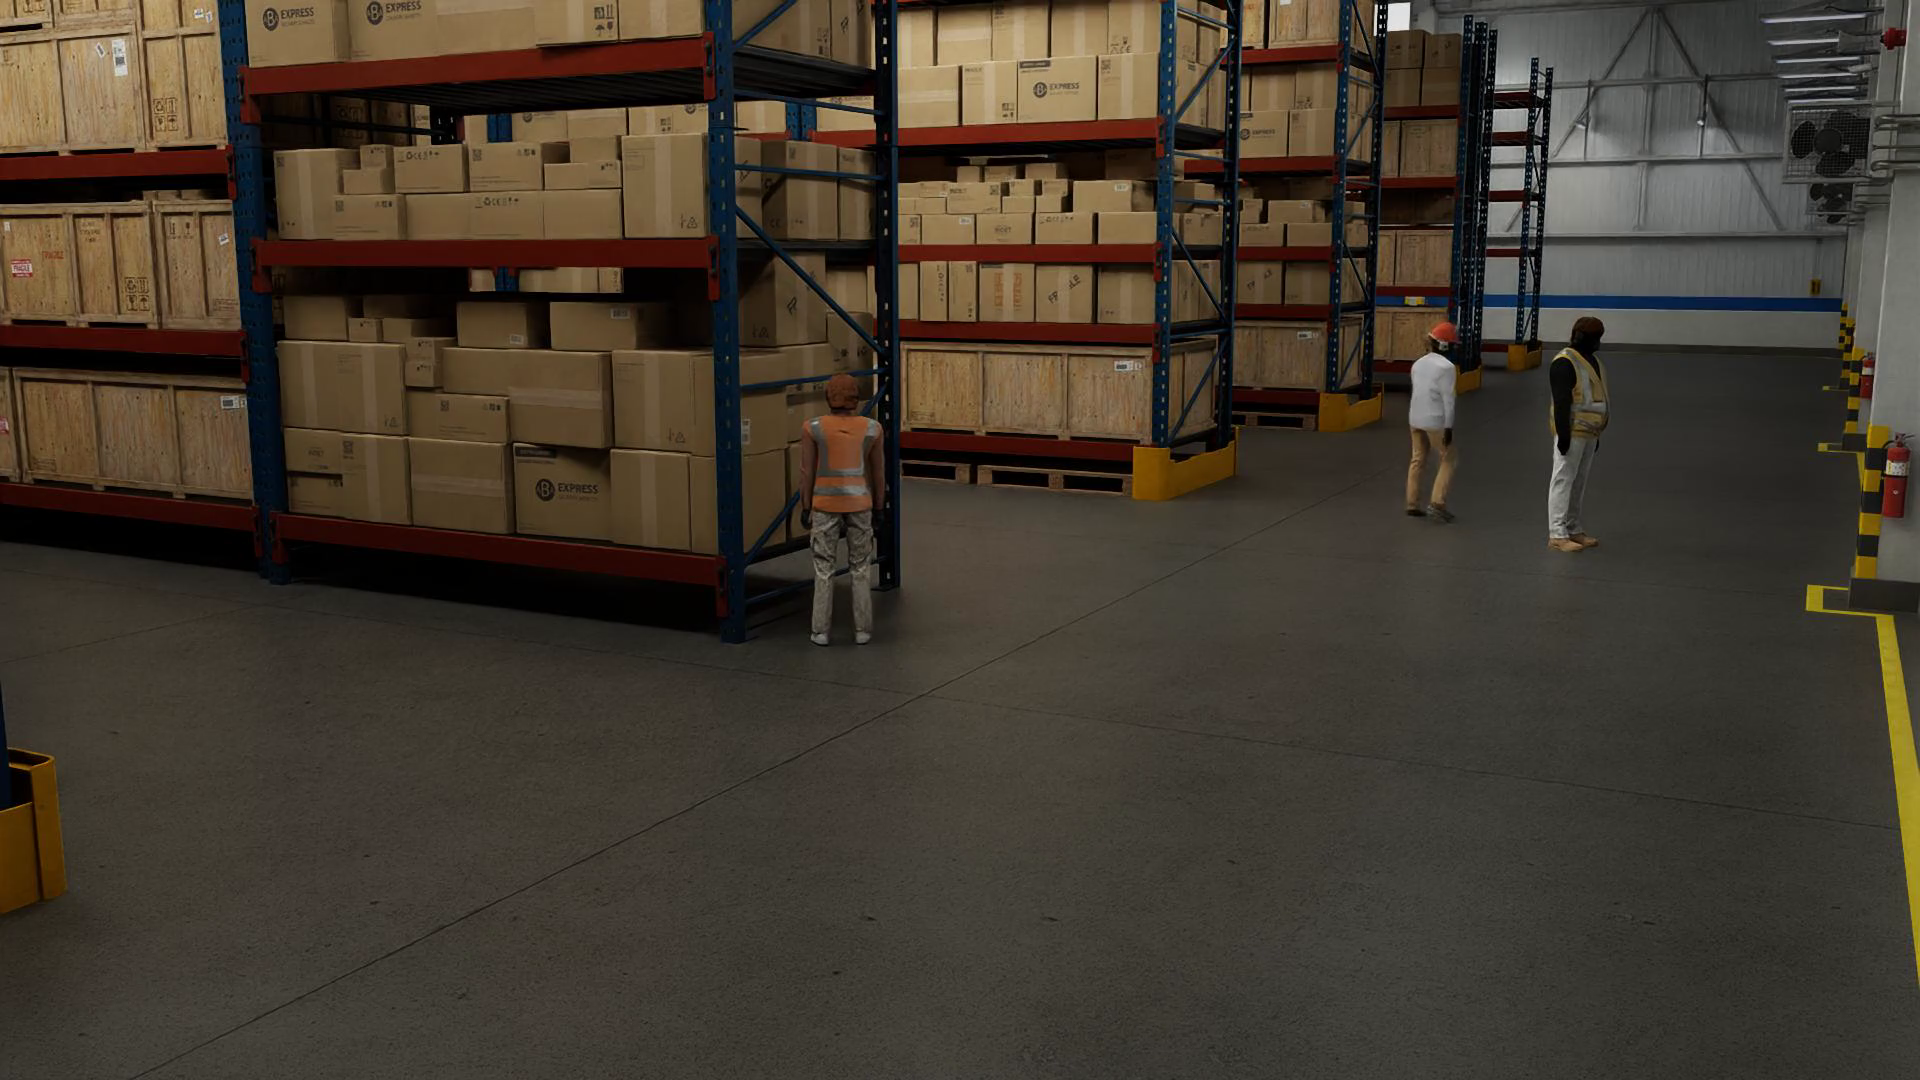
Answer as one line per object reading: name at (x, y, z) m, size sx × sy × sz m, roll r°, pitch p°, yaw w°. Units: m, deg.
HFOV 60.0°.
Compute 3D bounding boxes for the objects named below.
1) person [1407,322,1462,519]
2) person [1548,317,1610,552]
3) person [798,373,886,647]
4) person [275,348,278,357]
person at (4.153, -1.046, 14.628) m, size 0.414 × 1.726 × 0.620 m, roll -5°, pitch 11°, yaw -27°
person at (4.873, -0.833, 13.096) m, size 0.429 × 1.838 × 0.621 m, roll 9°, pitch 13°, yaw 42°
person at (-0.694, -0.175, 9.881) m, size 0.522 × 1.631 × 0.314 m, roll -2°, pitch 10°, yaw -13°
person at (-8.005, -1.987, 19.476) m, size 0.362 × 1.938 × 0.545 m, roll -3°, pitch 10°, yaw -17°
